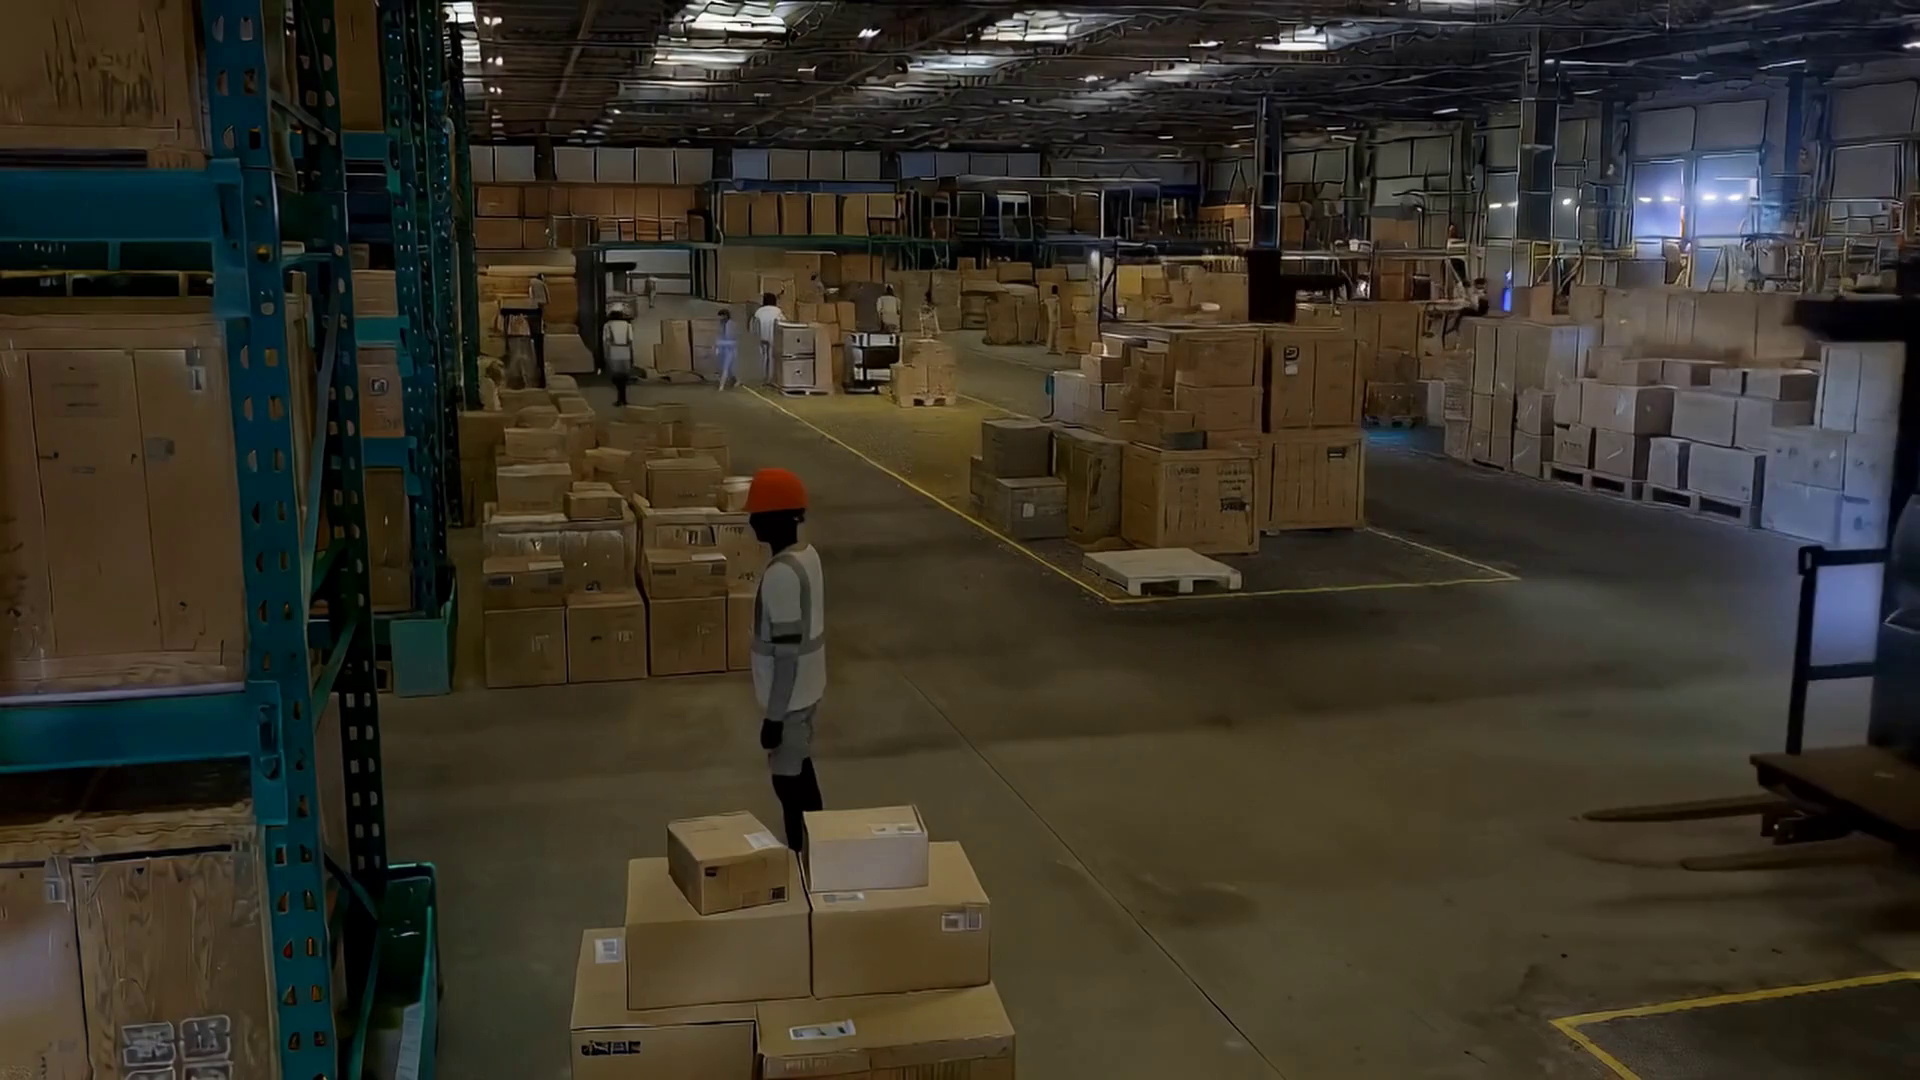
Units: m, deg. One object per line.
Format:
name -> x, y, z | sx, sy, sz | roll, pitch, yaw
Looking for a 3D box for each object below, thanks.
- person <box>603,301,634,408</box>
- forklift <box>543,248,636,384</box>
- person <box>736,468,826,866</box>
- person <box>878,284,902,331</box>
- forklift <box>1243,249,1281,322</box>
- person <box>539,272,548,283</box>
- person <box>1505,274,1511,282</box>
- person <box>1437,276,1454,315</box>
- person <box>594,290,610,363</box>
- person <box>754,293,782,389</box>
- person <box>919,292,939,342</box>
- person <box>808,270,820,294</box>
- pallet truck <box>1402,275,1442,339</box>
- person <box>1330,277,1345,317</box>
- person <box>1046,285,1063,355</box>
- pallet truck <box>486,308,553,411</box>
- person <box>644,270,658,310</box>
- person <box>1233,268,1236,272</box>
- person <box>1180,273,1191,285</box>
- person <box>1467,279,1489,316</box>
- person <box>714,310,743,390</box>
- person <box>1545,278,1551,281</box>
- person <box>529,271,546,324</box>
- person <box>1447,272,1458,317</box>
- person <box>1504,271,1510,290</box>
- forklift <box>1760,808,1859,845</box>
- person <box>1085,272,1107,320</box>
person -> -5.981, -3.238, 29.248 | 0.552, 1.914, 0.756 | -6, 12, -30
forklift -> -7.722, -4.612, 34.291 | 1.873, 2.768, 1.129 | -3, 10, -15
person -> -0.766, 0.651, 7.159 | 0.363, 1.934, 0.552 | 1, 10, 6
person -> -1.828, -5.682, 43.097 | 0.619, 1.918, 0.988 | 0, 10, -3
forklift -> 4.357, -2.810, 24.087 | 1.873, 2.768, 1.129 | 0, 10, 0
person -> -18.441, -10.980, 73.559 | 0.487, 1.746, 0.290 | -4, 11, -20
person -> 22.184, -9.838, 66.819 | 0.619, 1.845, 0.430 | -3, 10, -16
person -> 15.777, -7.648, 54.210 | 0.388, 1.919, 0.582 | -9, 14, -43
person -> -8.178, -4.688, 37.496 | 0.680, 1.914, 0.494 | 2, 10, 12
person -> -3.829, -4.007, 33.531 | 0.632, 1.940, 0.372 | 4, 11, 23
person -> -0.808, -5.623, 43.362 | 0.537, 1.695, 0.321 | -2, 10, -13
person -> -5.936, -10.013, 67.582 | 0.552, 1.922, 0.474 | 8, 13, 38
pallet truck -> 14.620, -7.324, 52.145 | 0.823, 1.965, 1.885 | 8, 13, 40
person -> 12.351, -7.677, 54.463 | 0.575, 1.886, 0.362 | -5, 11, -27
person -> 2.503, -5.834, 44.119 | 0.322, 1.859, 0.511 | -9, 14, -43
pallet truck -> -6.242, -2.418, 24.362 | 0.823, 1.965, 1.885 | 1, 10, 3
person -> -14.086, -11.409, 75.857 | 0.624, 1.786, 0.901 | -2, 10, -10
person -> 13.919, -12.957, 84.471 | 0.508, 1.847, 0.345 | 6, 12, 30
person -> 8.403, -9.073, 62.370 | 0.346, 1.882, 0.584 | -6, 12, -30
person -> 14.247, -6.257, 45.978 | 0.684, 2.000, 0.986 | -8, 13, -39
person -> -4.657, -3.830, 33.470 | 0.544, 1.597, 0.862 | 7, 12, 35
person -> 17.075, -6.643, 48.428 | 0.393, 1.946, 0.617 | 5, 11, 28
person -> -14.741, -8.369, 58.067 | 0.612, 1.995, 0.376 | -6, 11, -29
person -> 20.123, -10.062, 68.055 | 0.556, 1.853, 0.426 | 1, 10, 3
person -> 21.951, -9.775, 66.316 | 0.736, 1.897, 0.601 | 3, 10, 15
forklift -> 4.900, 0.122, 7.480 | 1.873, 2.768, 1.129 | -3, 10, -15
person -> 5.302, -9.521, 64.911 | 0.975, 1.882, 0.596 | 9, 13, 40
